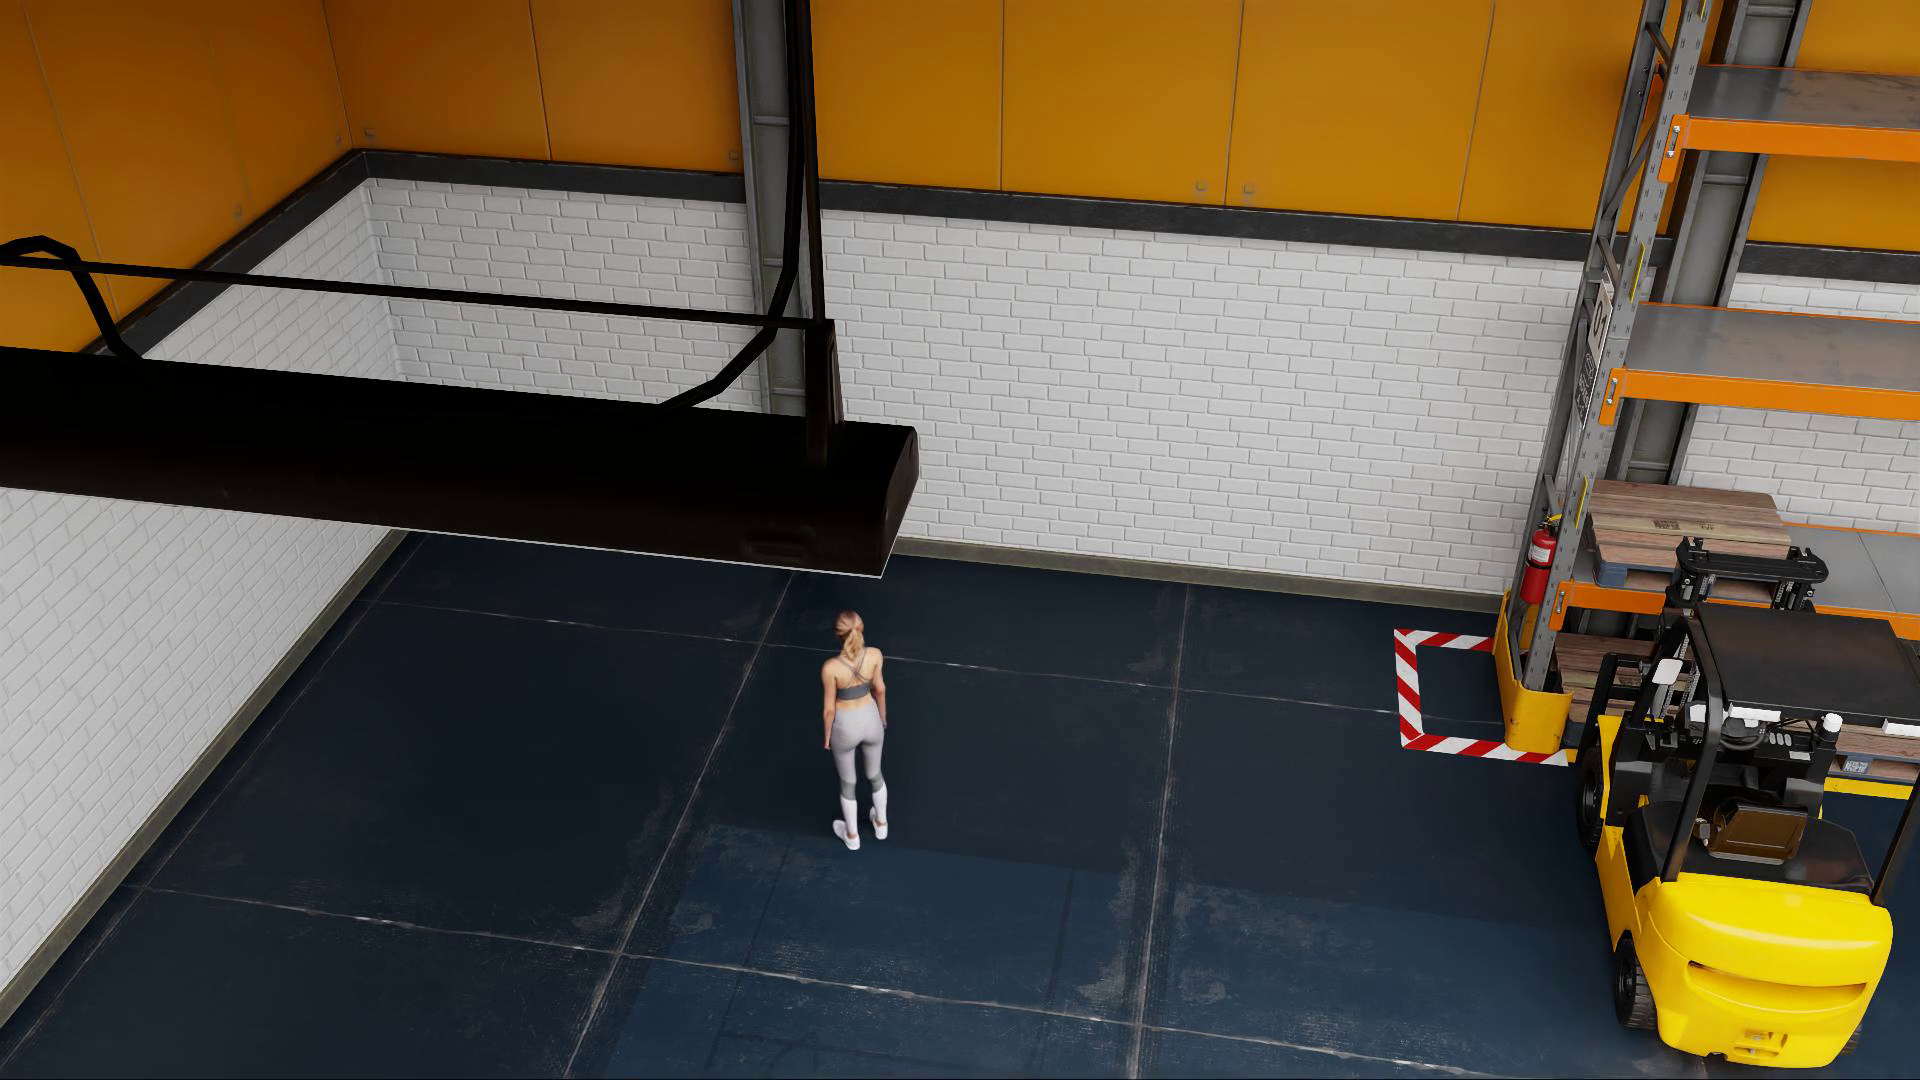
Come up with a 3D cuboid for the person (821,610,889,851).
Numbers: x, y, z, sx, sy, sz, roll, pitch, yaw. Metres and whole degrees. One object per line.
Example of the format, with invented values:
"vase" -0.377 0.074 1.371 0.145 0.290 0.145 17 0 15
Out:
"person" -0.624 1.131 9.932 0.619 1.703 0.708 -15 36 -21
